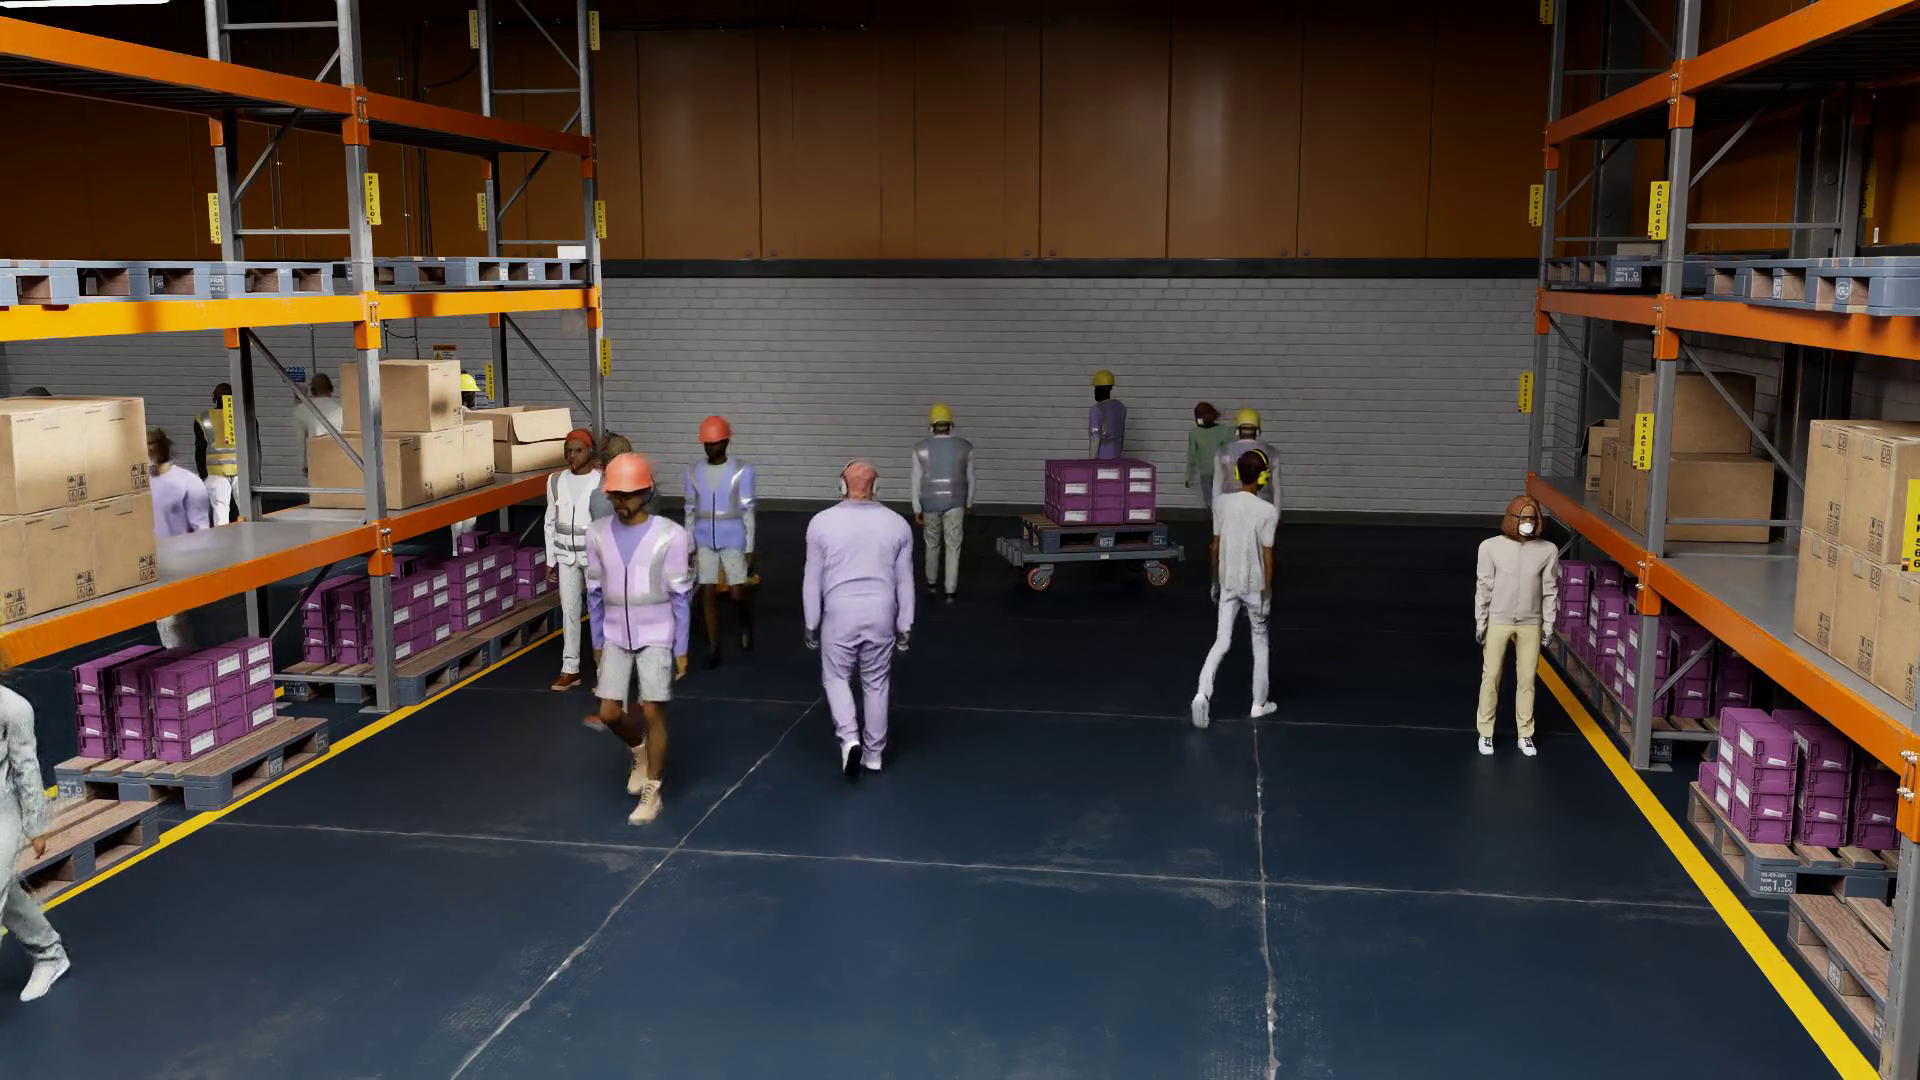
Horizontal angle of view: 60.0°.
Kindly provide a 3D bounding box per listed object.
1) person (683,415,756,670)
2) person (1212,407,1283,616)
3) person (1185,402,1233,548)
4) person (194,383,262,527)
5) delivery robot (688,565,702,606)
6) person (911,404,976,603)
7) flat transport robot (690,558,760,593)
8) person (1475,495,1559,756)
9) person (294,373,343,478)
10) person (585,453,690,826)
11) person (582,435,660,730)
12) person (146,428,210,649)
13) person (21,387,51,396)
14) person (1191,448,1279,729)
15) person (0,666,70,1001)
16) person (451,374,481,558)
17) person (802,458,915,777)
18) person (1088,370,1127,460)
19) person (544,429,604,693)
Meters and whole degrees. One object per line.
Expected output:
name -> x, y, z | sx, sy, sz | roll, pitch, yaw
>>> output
person -> -1.803, 0.004, 12.604 | 0.555, 1.925, 0.568 | 1, 9, 9
person -> 2.513, -0.250, 14.513 | 0.598, 1.812, 0.481 | 3, 10, 18
person -> 2.710, -0.689, 17.838 | 0.526, 1.593, 0.474 | 7, 11, 35
person -> -7.540, -0.698, 17.168 | 0.633, 1.841, 0.429 | -5, 11, -29
delivery robot -> -2.411, 0.374, 14.221 | 0.477, 0.478, 0.707 | 0, 9, 1
person -> -0.150, -0.341, 15.138 | 0.586, 1.788, 0.937 | 0, 9, 0
flat transport robot -> -2.668, 0.302, 15.828 | 1.431, 0.197, 0.652 | 6, 11, 33
person -> 3.425, 0.528, 10.269 | 0.496, 1.629, 0.277 | 1, 9, 5
person -> -6.777, -0.834, 17.826 | 0.653, 1.907, 0.800 | -2, 9, -13
person -> -1.741, 0.527, 9.054 | 0.620, 2.029, 0.549 | 2, 9, 12
person -> -2.237, 0.276, 10.986 | 0.394, 1.910, 0.742 | 4, 10, 25
person -> -5.528, 0.199, 11.427 | 0.633, 1.916, 0.741 | 1, 9, 8
person -> -7.597, -0.259, 13.848 | 0.678, 2.000, 0.536 | 3, 10, 18
person -> 1.820, 0.317, 10.935 | 0.527, 1.841, 0.865 | 6, 11, 33
person -> -3.841, 1.101, 6.520 | 0.493, 1.698, 0.919 | 1, 9, 9
person -> -5.122, -0.754, 17.248 | 0.366, 1.927, 0.585 | -9, 13, -43
person -> -0.579, 0.477, 9.749 | 0.675, 1.896, 0.576 | -3, 10, -16
person -> 1.558, -0.878, 18.007 | 0.369, 1.928, 0.585 | 8, 12, 39
person -> -2.682, 0.148, 11.819 | 0.575, 1.884, 0.355 | 2, 9, 11
